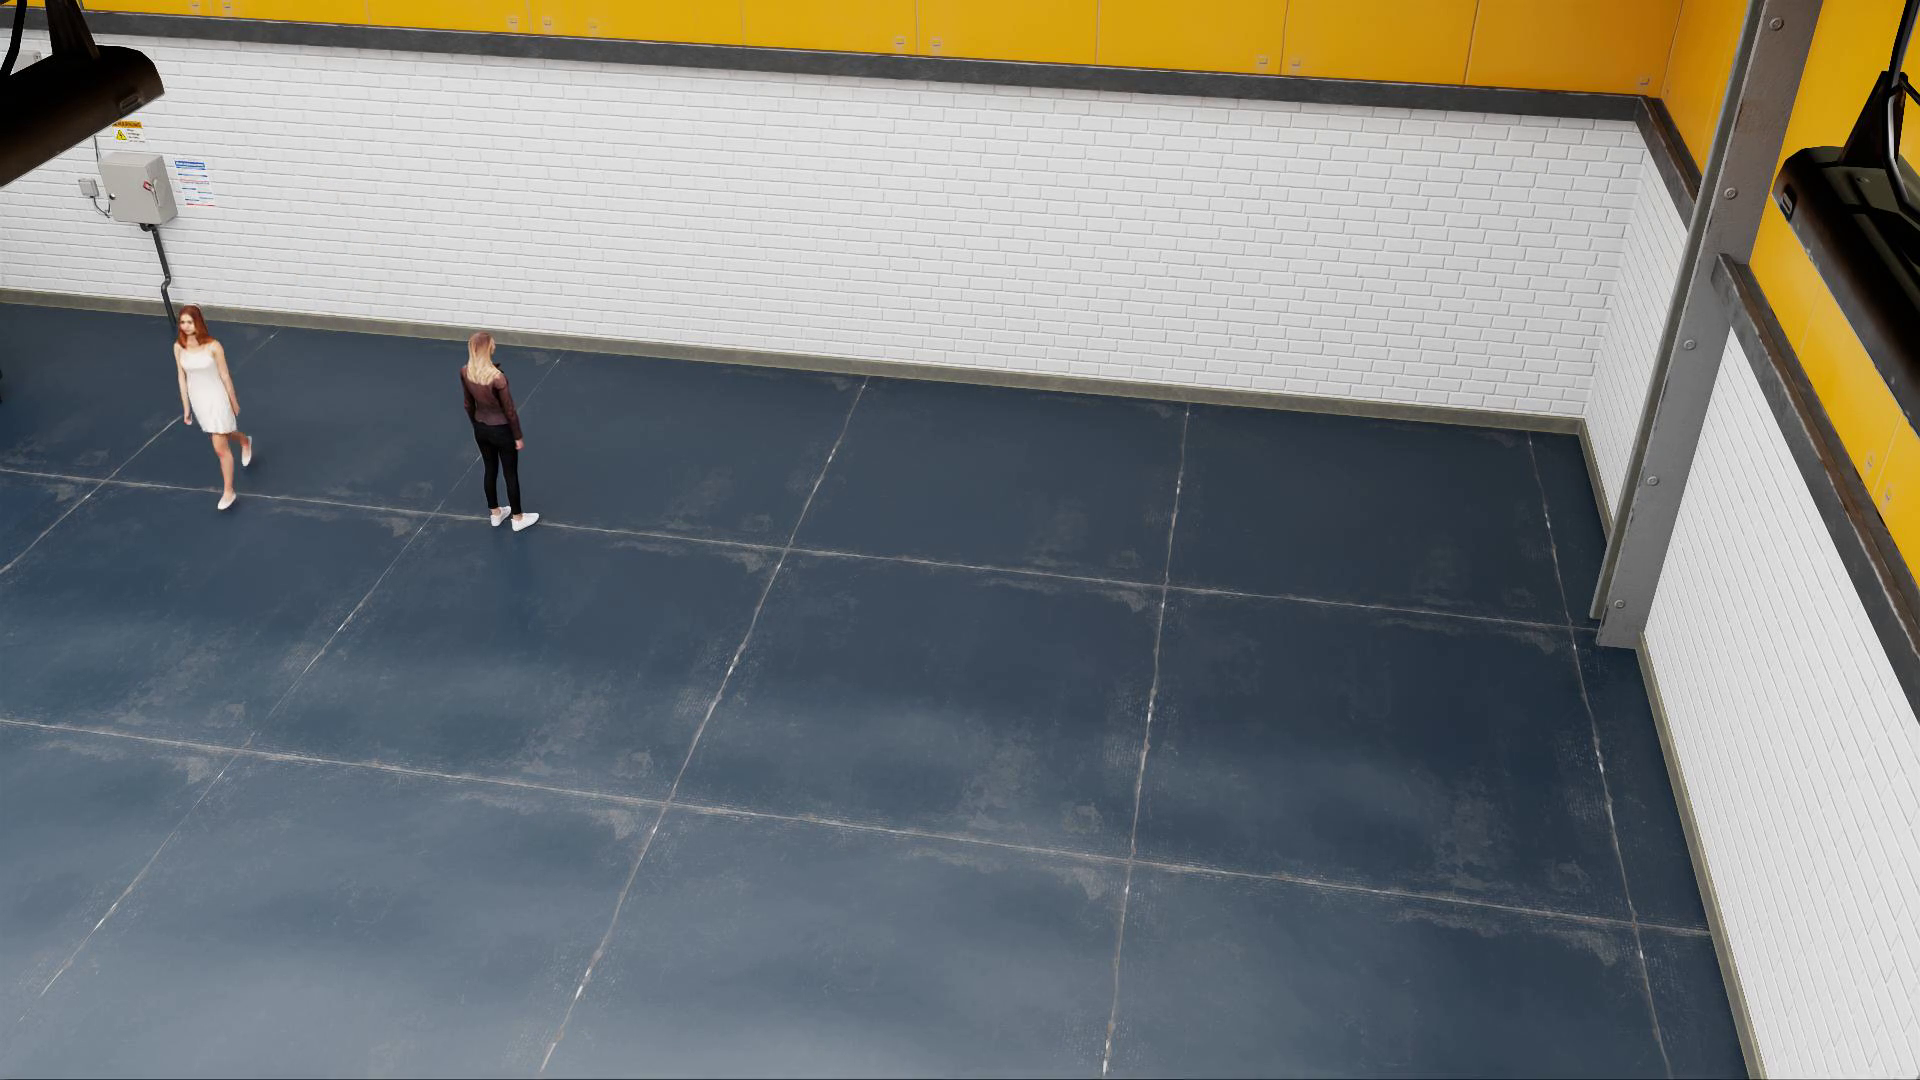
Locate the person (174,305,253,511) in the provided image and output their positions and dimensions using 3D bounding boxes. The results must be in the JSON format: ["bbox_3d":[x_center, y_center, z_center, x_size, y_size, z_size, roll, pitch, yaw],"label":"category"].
[{"bbox_3d":[-6.068,-1.159,13.547,0.590,1.679,1.116,3,34,5],"label":"person"}]

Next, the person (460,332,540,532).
[{"bbox_3d":[-3.657,-0.852,13.063,0.653,1.704,0.582,14,36,21],"label":"person"}]
